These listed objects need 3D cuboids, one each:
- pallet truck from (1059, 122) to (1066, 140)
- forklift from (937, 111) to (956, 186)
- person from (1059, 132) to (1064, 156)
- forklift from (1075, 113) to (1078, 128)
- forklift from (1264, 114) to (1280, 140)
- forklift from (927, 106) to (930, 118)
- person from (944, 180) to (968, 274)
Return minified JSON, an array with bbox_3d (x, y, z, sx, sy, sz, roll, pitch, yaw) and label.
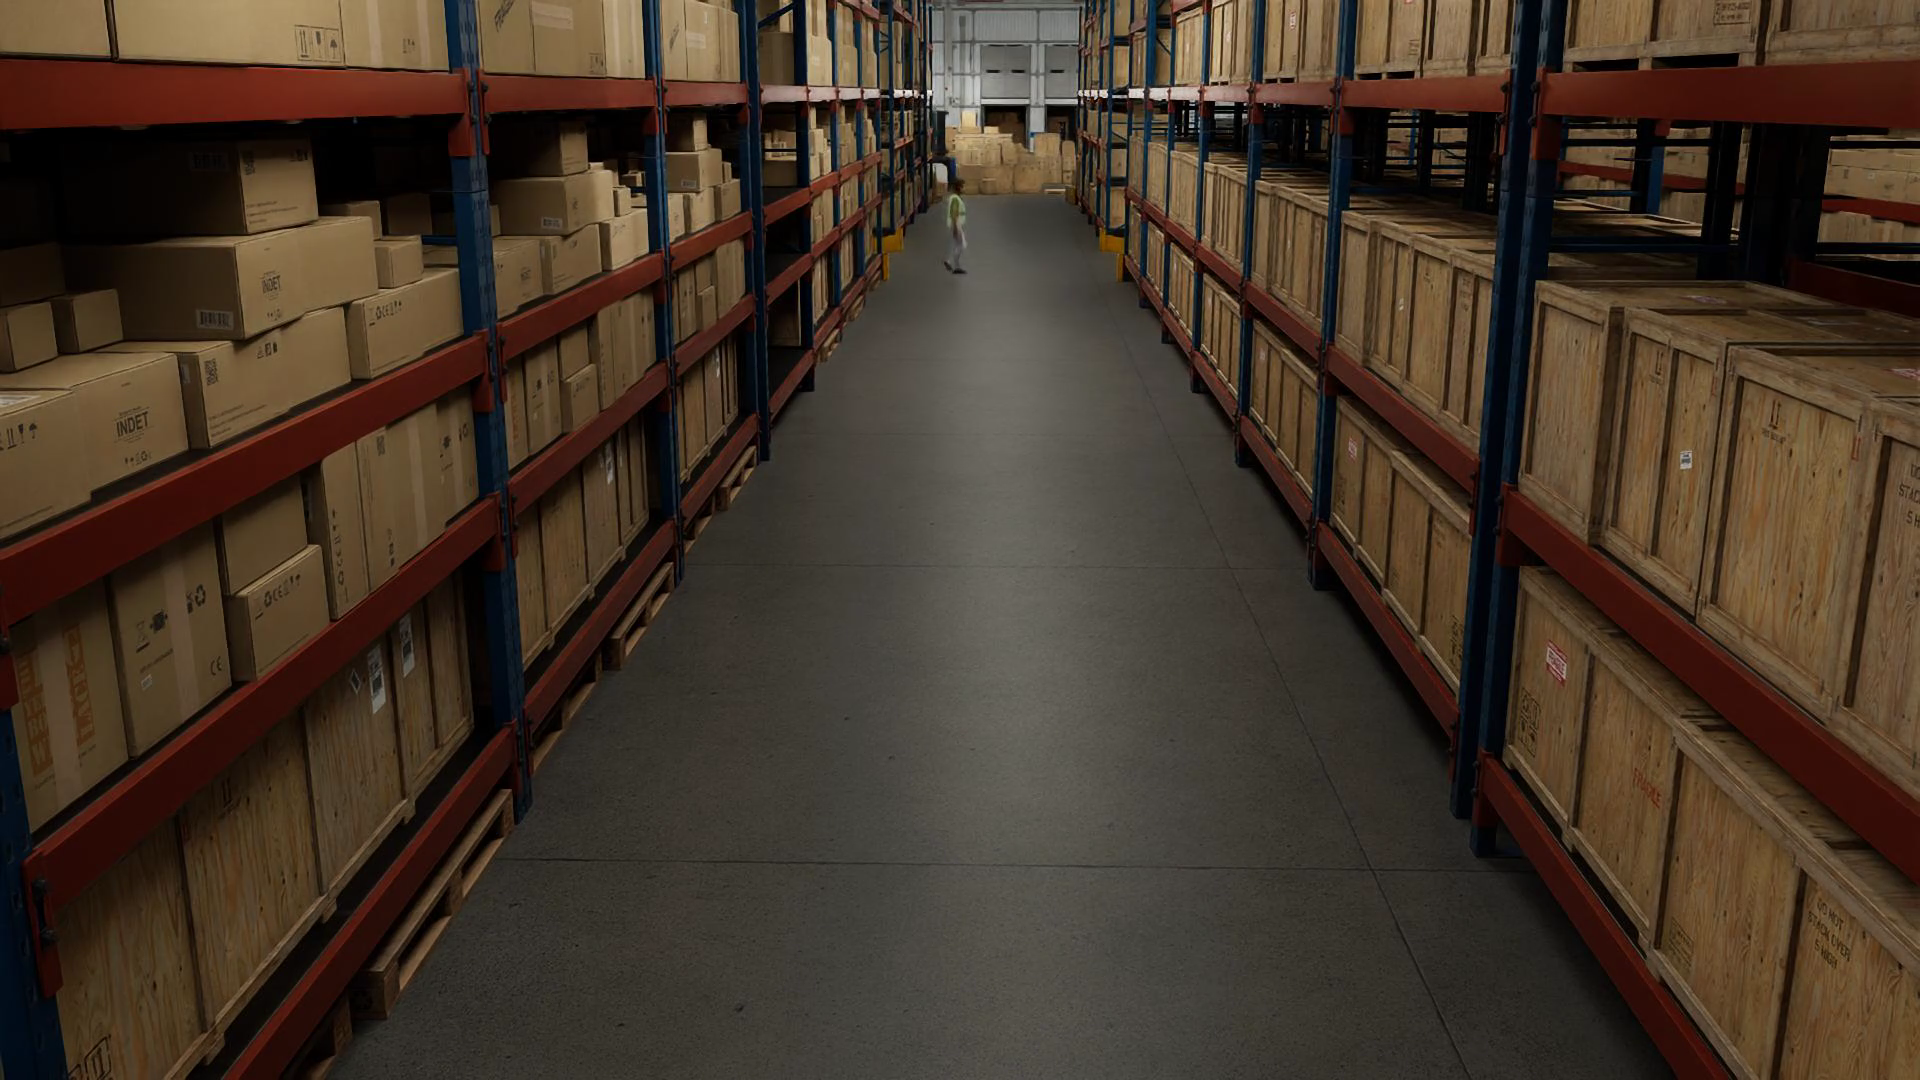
[{"bbox_3d":[5.788,-21.111,88.014,1.885,1.965,0.823,5,16,18],"label":"pallet truck"},{"bbox_3d":[-0.661,-14.659,62.334,1.873,2.768,1.129,0,15,1],"label":"forklift"},{"bbox_3d":[4.762,-18.497,78.875,0.476,1.681,0.543,8,17,26],"label":"person"},{"bbox_3d":[5.708,-18.367,76.128,1.129,2.768,1.873,-1,15,-5],"label":"forklift"},{"bbox_3d":[11.020,-13.932,59.628,1.129,2.768,1.873,0,15,2],"label":"forklift"},{"bbox_3d":[-1.927,-21.366,87.288,1.129,2.768,1.873,0,15,2],"label":"forklift"},{"bbox_3d":[-0.043,-6.119,32.537,0.444,1.831,0.602,2,15,6],"label":"person"}]
